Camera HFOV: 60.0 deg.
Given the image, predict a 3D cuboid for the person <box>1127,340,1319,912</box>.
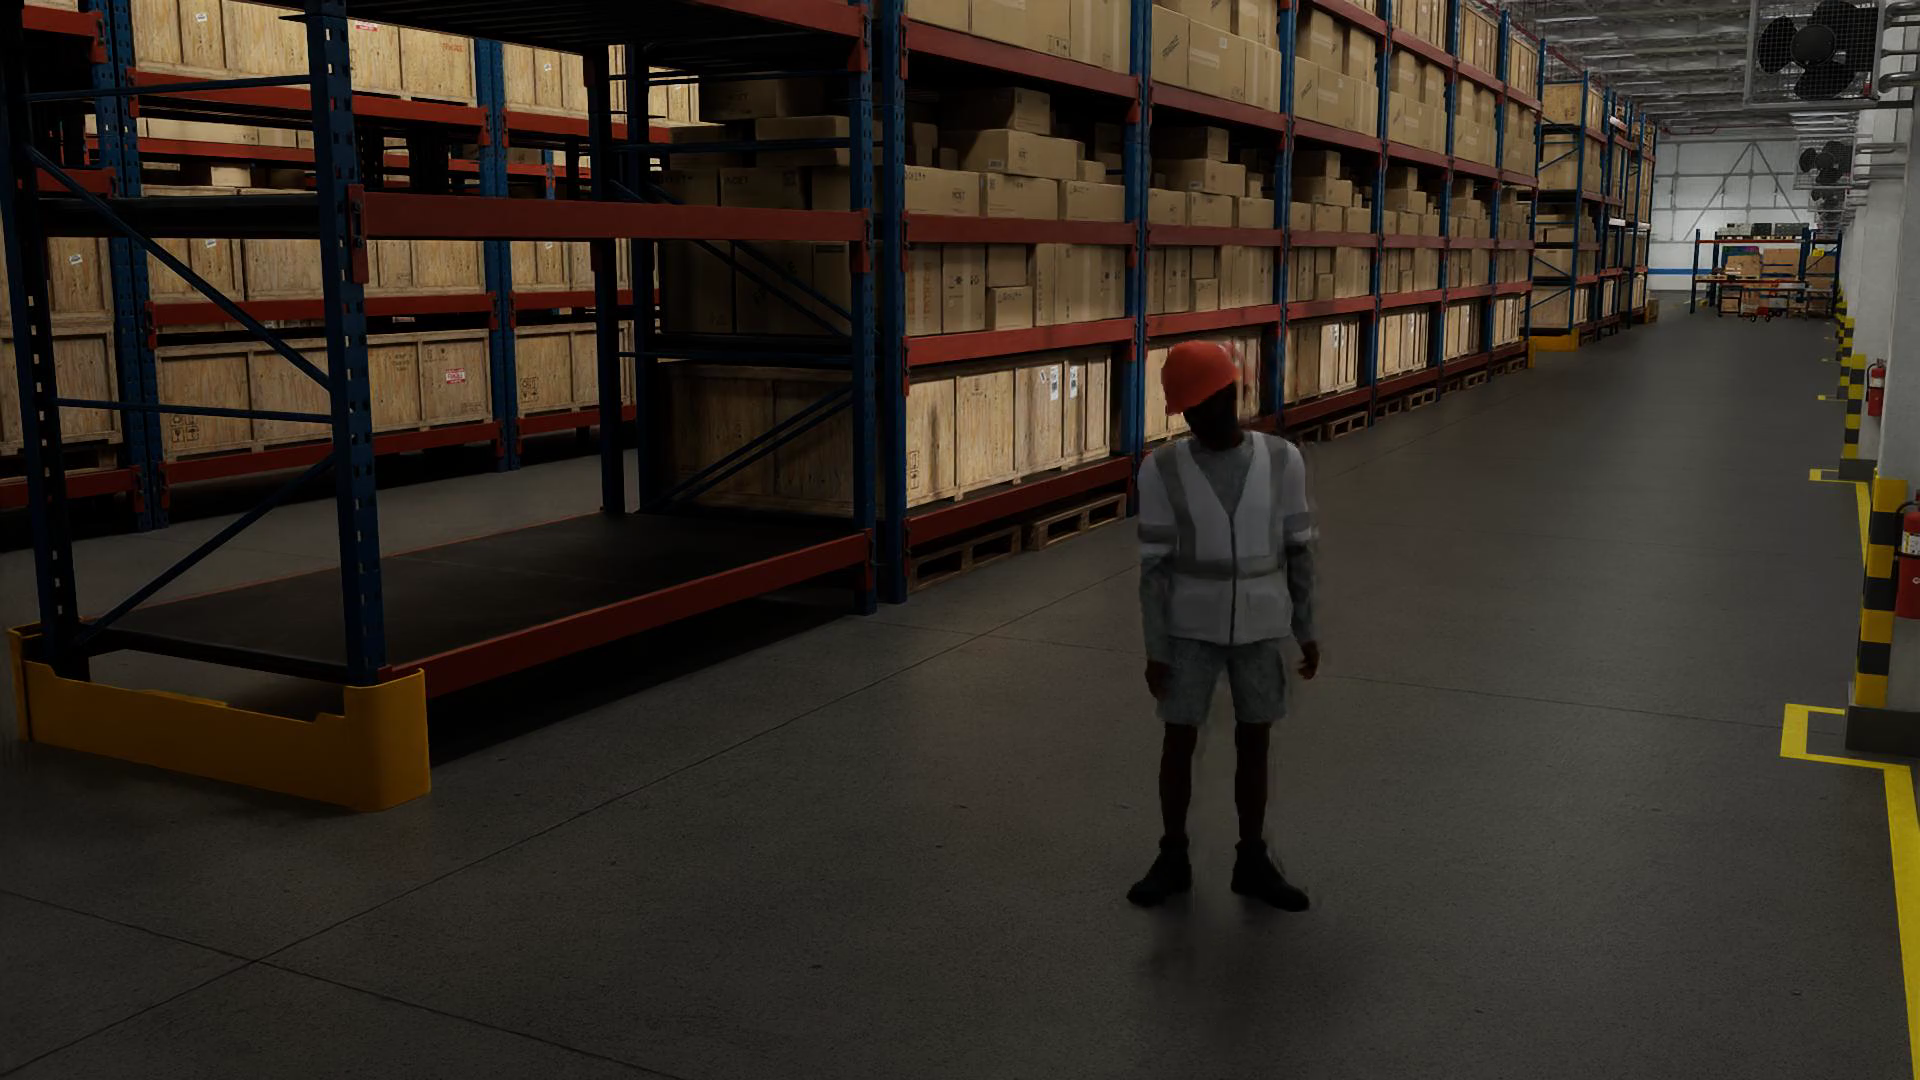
[{"bbox_3d":[0.893,0.307,5.454,0.653,1.892,0.385,0,10,-2],"label":"person"}]
